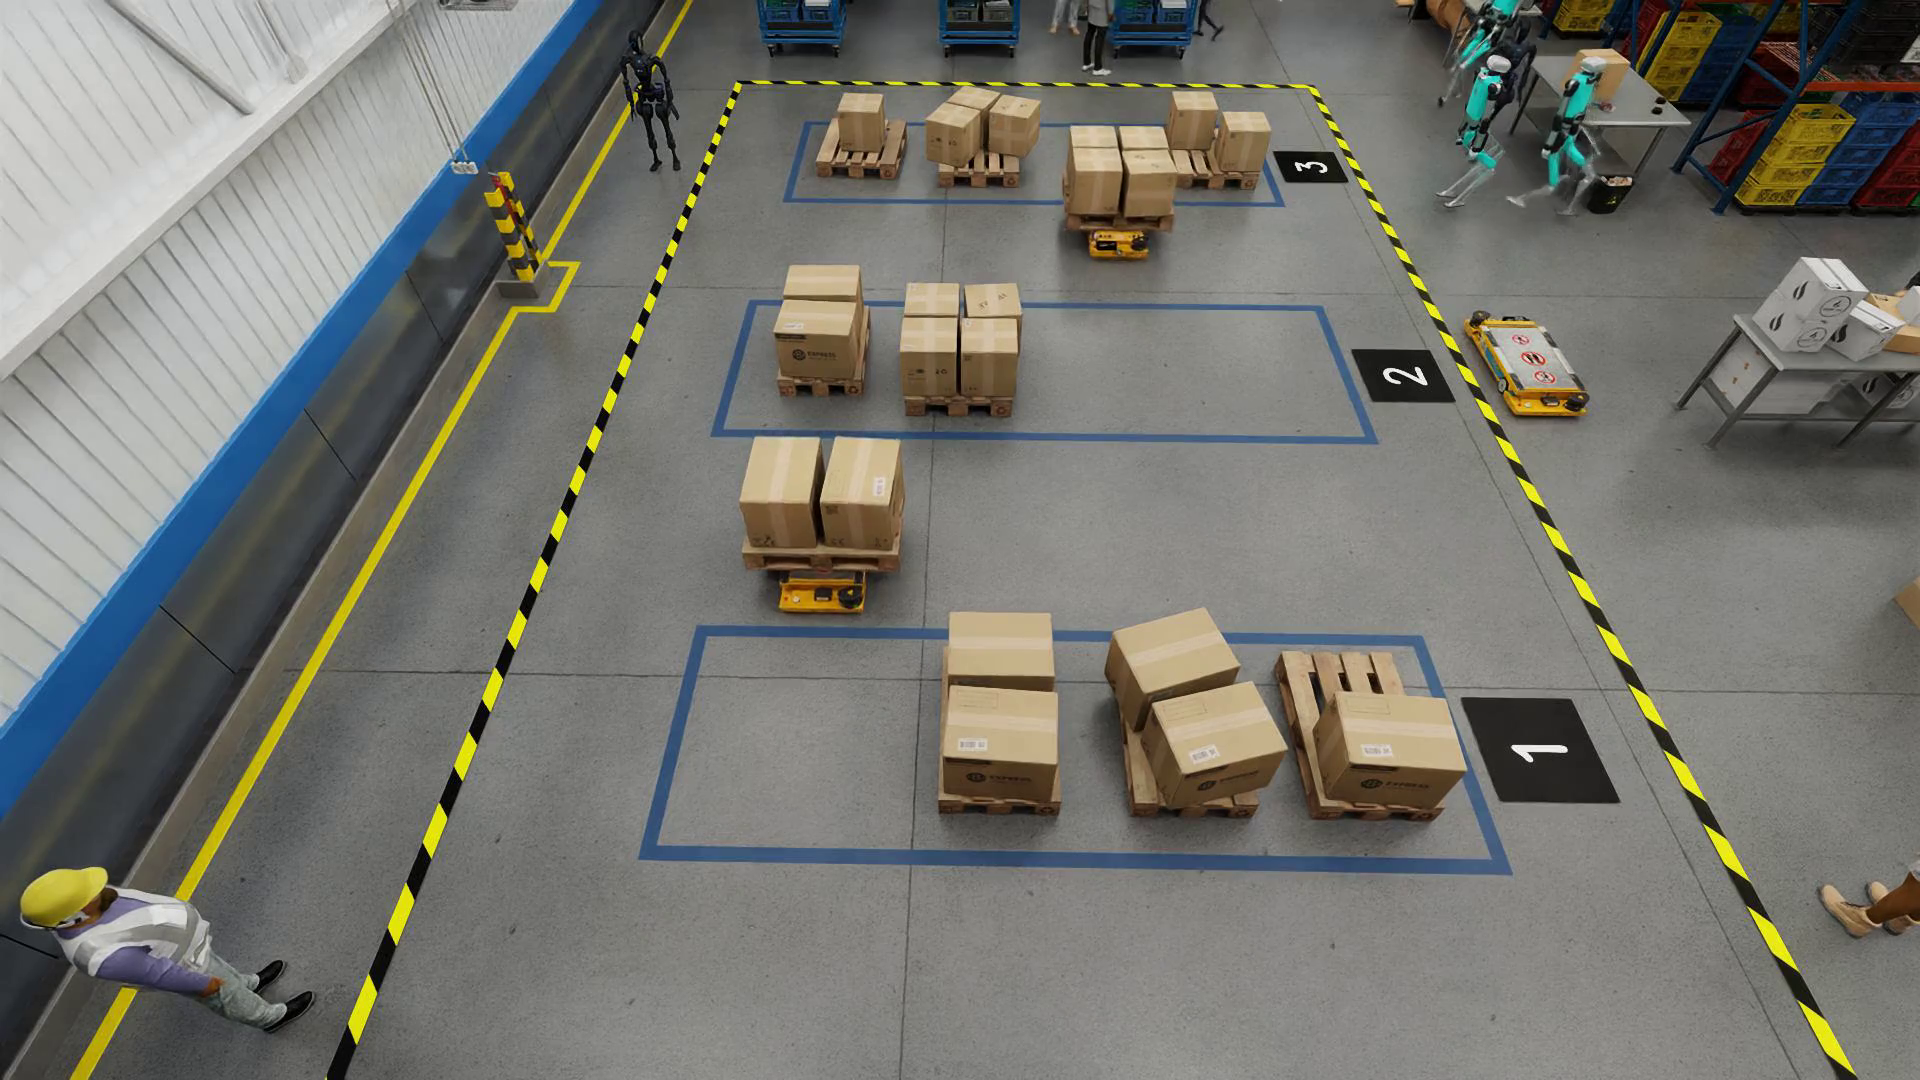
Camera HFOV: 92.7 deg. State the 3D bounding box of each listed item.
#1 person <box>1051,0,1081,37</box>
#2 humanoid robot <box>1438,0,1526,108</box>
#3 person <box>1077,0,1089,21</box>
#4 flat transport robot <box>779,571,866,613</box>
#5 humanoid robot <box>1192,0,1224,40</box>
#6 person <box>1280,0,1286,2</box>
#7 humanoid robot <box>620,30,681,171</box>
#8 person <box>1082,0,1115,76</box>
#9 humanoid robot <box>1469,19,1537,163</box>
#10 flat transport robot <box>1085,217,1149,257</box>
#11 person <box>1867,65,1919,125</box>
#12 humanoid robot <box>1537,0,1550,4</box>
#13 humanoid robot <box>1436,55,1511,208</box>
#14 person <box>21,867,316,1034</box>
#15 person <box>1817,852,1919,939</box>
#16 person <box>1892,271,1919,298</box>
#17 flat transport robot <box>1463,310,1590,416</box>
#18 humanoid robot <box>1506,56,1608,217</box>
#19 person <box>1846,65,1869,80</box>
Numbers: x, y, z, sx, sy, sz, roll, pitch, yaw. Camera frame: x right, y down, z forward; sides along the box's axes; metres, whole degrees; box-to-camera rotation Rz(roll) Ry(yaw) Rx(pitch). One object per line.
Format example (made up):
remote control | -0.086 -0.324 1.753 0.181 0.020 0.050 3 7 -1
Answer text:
person | 1.752 -8.713 14.044 0.646 1.826 0.432 -17 51 -14
humanoid robot | 7.031 -6.825 12.494 0.960 1.792 0.557 -25 54 -20
person | 2.031 -9.305 14.543 0.388 1.847 0.564 -3 49 -2
flat transport robot | -1.068 -0.030 7.541 0.652 0.197 1.431 1 49 1
humanoid robot | 3.907 -8.578 14.028 0.531 1.635 0.610 16 51 13
person | 5.434 -9.948 15.088 0.765 1.881 0.425 25 54 20
humanoid robot | -3.769 -5.360 11.231 0.599 1.657 0.315 -1 49 -1
person | 2.032 -7.664 13.120 0.383 1.853 0.587 -25 54 -20
humanoid robot | 6.807 -5.690 11.569 0.612 1.647 0.764 4 49 3
flat transport robot | 1.819 -3.817 10.818 0.652 0.197 1.431 1 49 1
person | 11.946 -5.795 11.379 0.609 2.040 0.389 1 49 0
humanoid robot | 9.653 -9.696 15.013 0.735 1.630 0.603 -2 49 -2
humanoid robot | 6.042 -4.652 10.499 0.735 1.677 0.533 0 49 0
person | -4.016 2.101 4.680 0.589 1.833 0.404 29 55 22
person | 5.580 1.649 4.934 0.614 2.041 0.374 -1 49 -1
person | 10.326 -3.164 9.239 0.334 1.837 0.507 -24 53 -20
flat transport robot | 5.573 -1.757 9.054 0.659 0.231 1.431 1 49 1
humanoid robot | 7.082 -4.460 10.449 0.539 1.775 0.994 -27 54 -21
person | 13.563 -7.353 12.836 0.965 1.894 0.550 14 50 11
